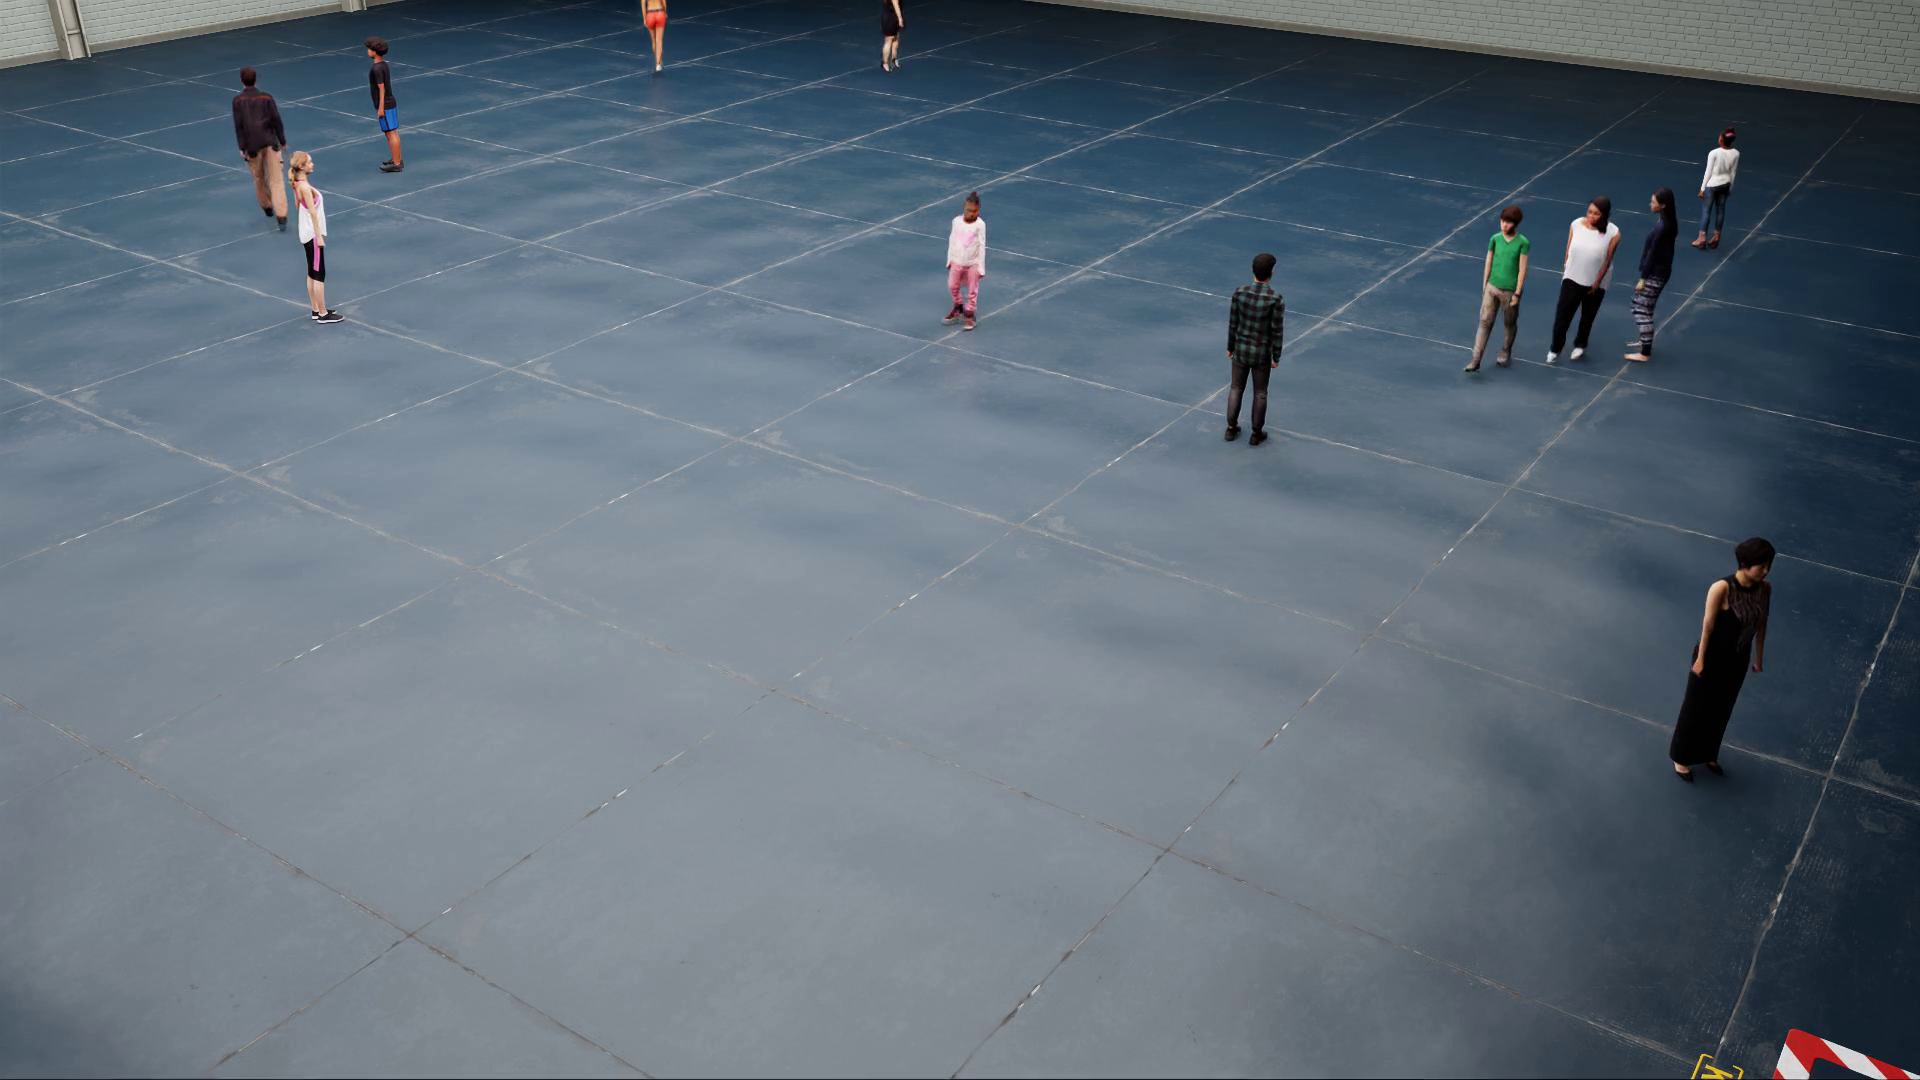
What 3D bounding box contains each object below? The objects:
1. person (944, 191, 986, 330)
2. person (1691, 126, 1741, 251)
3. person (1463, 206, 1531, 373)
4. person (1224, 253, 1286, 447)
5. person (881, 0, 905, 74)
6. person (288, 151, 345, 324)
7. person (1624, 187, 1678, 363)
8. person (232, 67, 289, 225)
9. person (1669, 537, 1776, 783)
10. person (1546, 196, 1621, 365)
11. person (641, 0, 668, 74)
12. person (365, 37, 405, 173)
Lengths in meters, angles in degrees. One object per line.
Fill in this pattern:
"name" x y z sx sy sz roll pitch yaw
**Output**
"person" 0.059 -2.900 17.193 0.698 1.441 0.669 16 31 28
"person" 8.944 -4.170 19.648 0.601 1.451 0.641 -2 27 -4
"person" 5.298 -2.424 16.083 0.599 1.611 1.084 19 33 32
"person" 2.545 -1.675 14.527 0.694 1.709 0.577 12 29 22
"person" -1.267 -8.886 28.533 0.852 1.702 0.812 -10 29 -19
"person" -6.754 -3.157 17.315 0.641 1.786 0.676 -18 32 -31
"person" 6.842 -2.607 16.327 0.706 1.712 0.505 18 32 31
"person" -8.509 -4.760 20.325 1.279 1.881 1.163 -13 30 -23
"person" 4.600 0.686 10.054 0.646 1.600 0.726 -7 28 -14
"person" 6.171 -2.574 16.313 0.631 1.667 0.784 18 32 31
"person" -5.199 -8.876 28.467 1.046 1.745 1.178 -3 27 -5
"person" -7.866 -5.968 22.760 0.770 1.798 0.704 -4 27 -7
